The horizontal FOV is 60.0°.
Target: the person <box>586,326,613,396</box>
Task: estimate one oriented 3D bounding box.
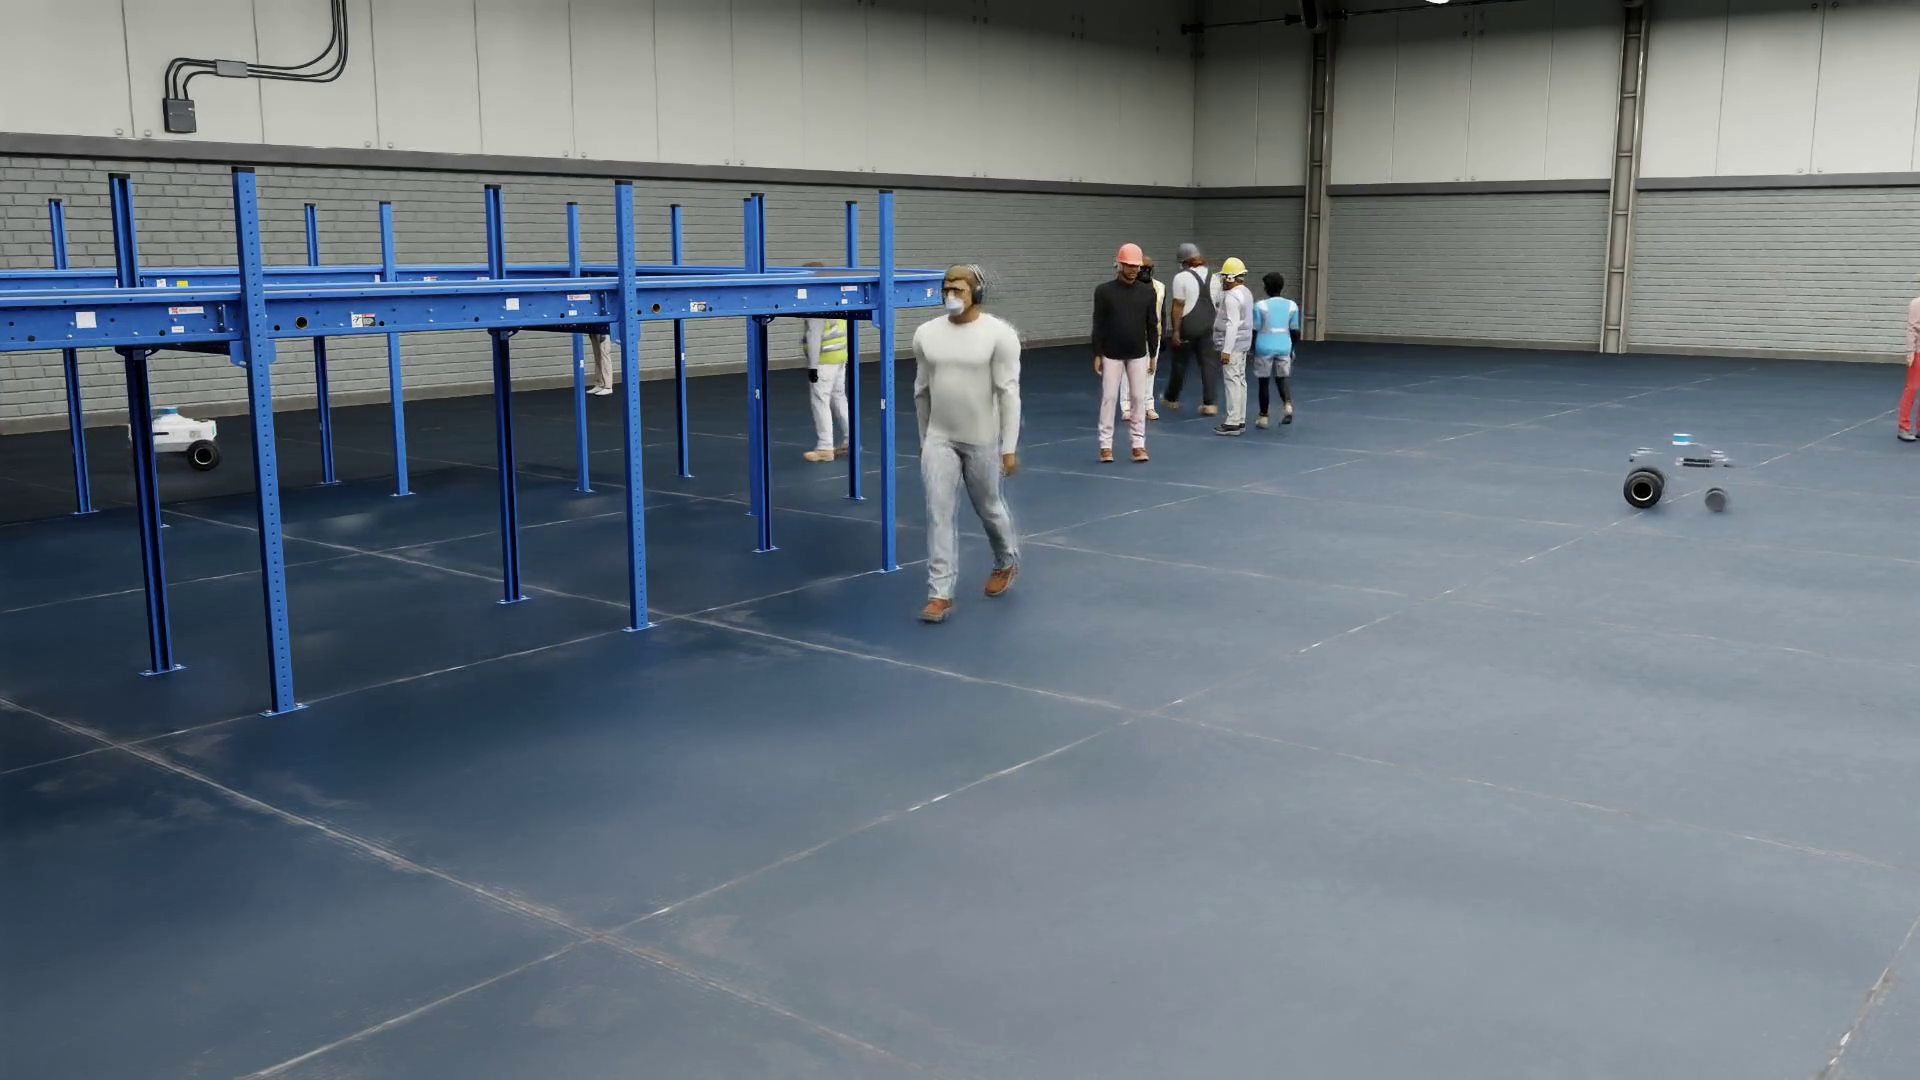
[{"bbox_3d":[-4.726,-2.716,21.755,0.311,1.642,0.512,-6,12,-31],"label":"person"}]

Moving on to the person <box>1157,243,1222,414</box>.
[{"bbox_3d":[2.699,-2.496,19.545,0.737,2.000,0.997,-5,12,-27],"label":"person"}]

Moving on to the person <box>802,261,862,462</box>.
[{"bbox_3d":[-1.207,-1.650,15.355,0.502,1.822,0.719,3,11,17],"label":"person"}]

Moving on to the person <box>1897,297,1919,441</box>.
[{"bbox_3d":[9.788,-1.881,16.787,0.533,1.765,0.330,-3,11,-16],"label":"person"}]

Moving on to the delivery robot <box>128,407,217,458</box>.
[{"bbox_3d":[-6.990,-0.937,14.764,0.707,0.478,0.477,-5,11,-25],"label":"delivery robot"}]

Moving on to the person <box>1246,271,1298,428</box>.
[{"bbox_3d":[3.360,-2.043,17.908,0.552,1.687,0.433,-3,11,-15],"label":"person"}]

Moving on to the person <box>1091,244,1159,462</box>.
[{"bbox_3d":[1.508,-1.701,15.197,0.636,1.982,0.429,-1,10,-8],"label":"person"}]

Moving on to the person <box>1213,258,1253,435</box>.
[{"bbox_3d":[2.847,-2.025,17.396,0.404,1.830,0.601,5,11,24],"label":"person"}]

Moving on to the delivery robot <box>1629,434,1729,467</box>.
[{"bbox_3d":[5.503,-0.697,12.716,0.698,0.223,0.335,5,11,24],"label":"delivery robot"}]

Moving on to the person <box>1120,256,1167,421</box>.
[{"bbox_3d":[2.049,-2.273,18.765,0.620,1.838,0.430,-3,11,-16],"label":"person"}]

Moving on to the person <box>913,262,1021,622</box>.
[{"bbox_3d":[0.057,-0.563,9.111,0.640,1.908,0.959,4,11,23],"label":"person"}]
